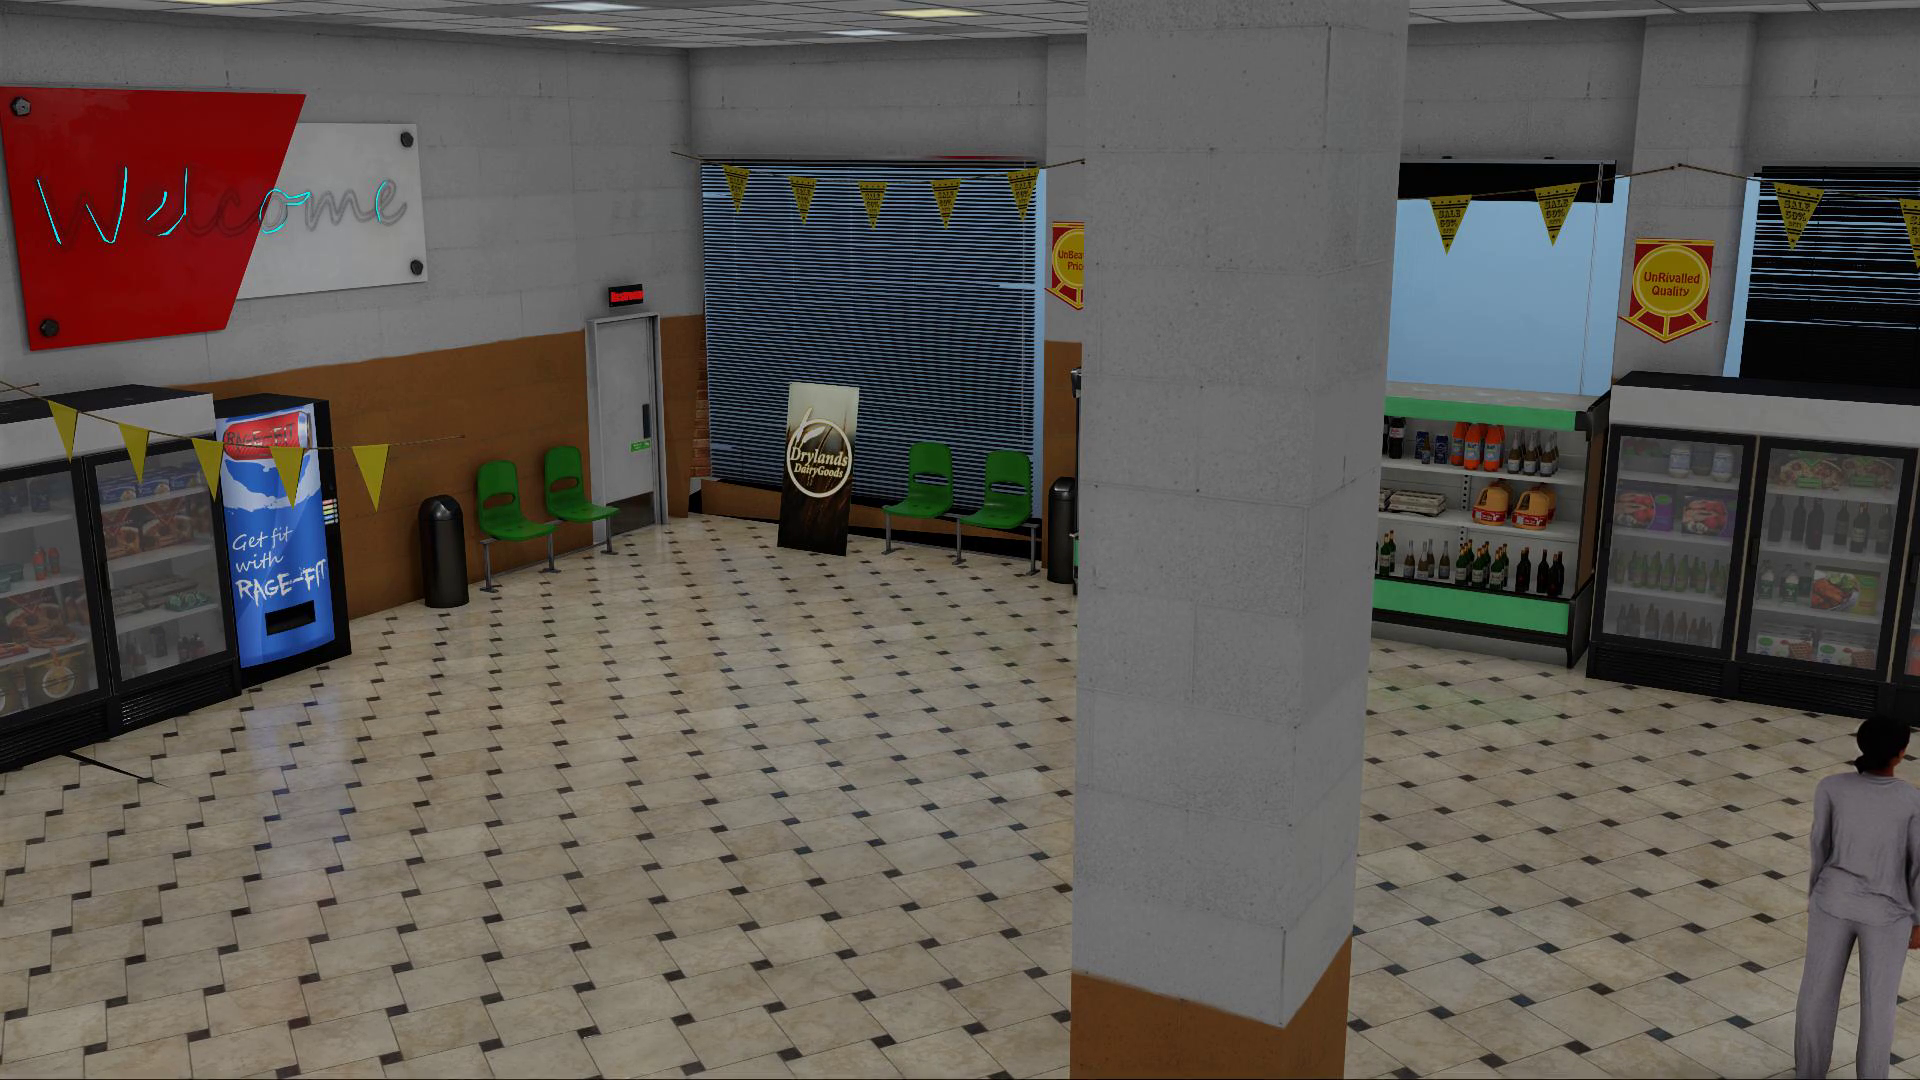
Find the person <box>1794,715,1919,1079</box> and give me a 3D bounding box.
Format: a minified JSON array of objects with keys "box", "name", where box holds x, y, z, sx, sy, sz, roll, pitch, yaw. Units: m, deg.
[{"box":[3.895,1.584,7.183,0.556,1.737,0.736,12,18,42],"name":"person"}]
